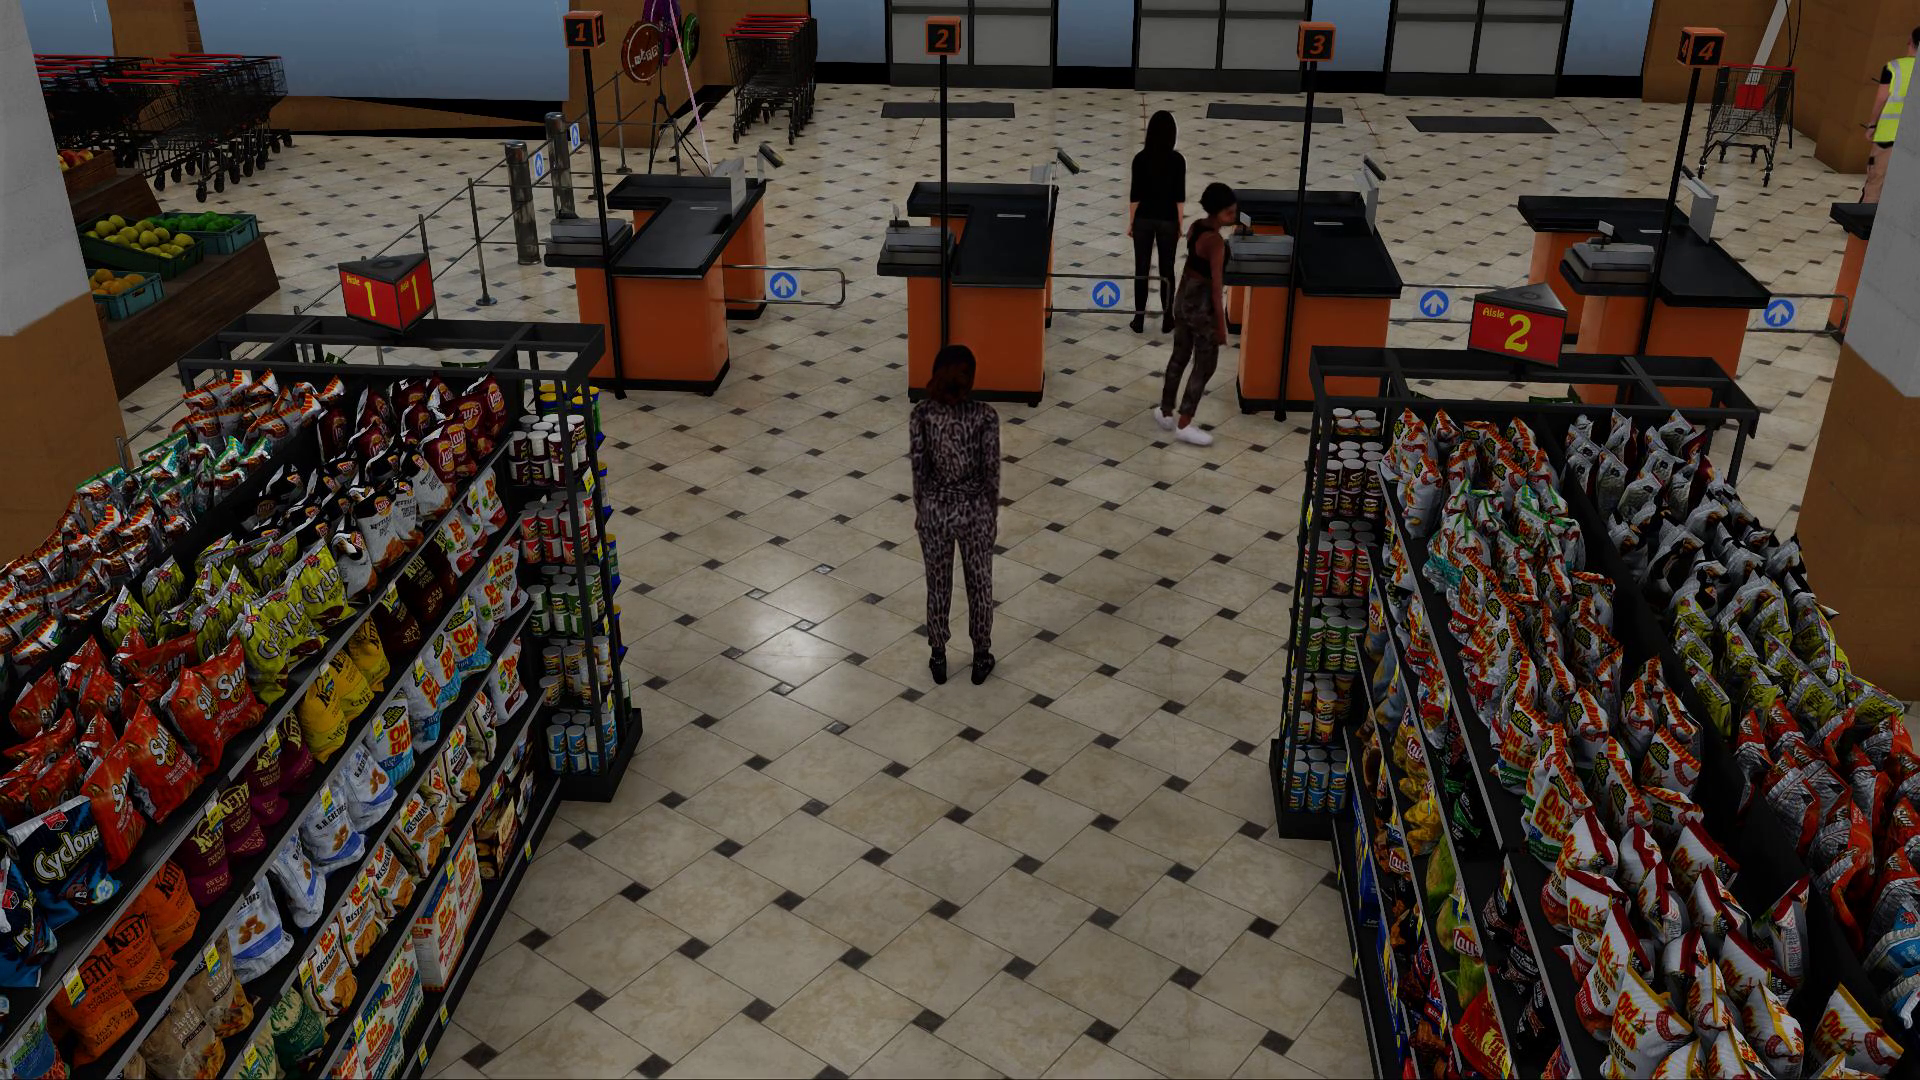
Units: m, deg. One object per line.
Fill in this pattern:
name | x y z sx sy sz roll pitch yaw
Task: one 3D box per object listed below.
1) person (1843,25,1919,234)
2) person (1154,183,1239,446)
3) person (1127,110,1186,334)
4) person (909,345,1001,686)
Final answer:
person | 8.127 -3.538 14.410 0.683 1.846 0.697 3 27 6
person | 1.449 -1.450 10.475 0.872 1.681 0.641 -14 30 -25
person | 1.447 -2.338 12.271 0.567 1.641 0.500 3 27 6
person | -0.020 -0.109 7.795 0.564 1.713 0.550 3 27 6
